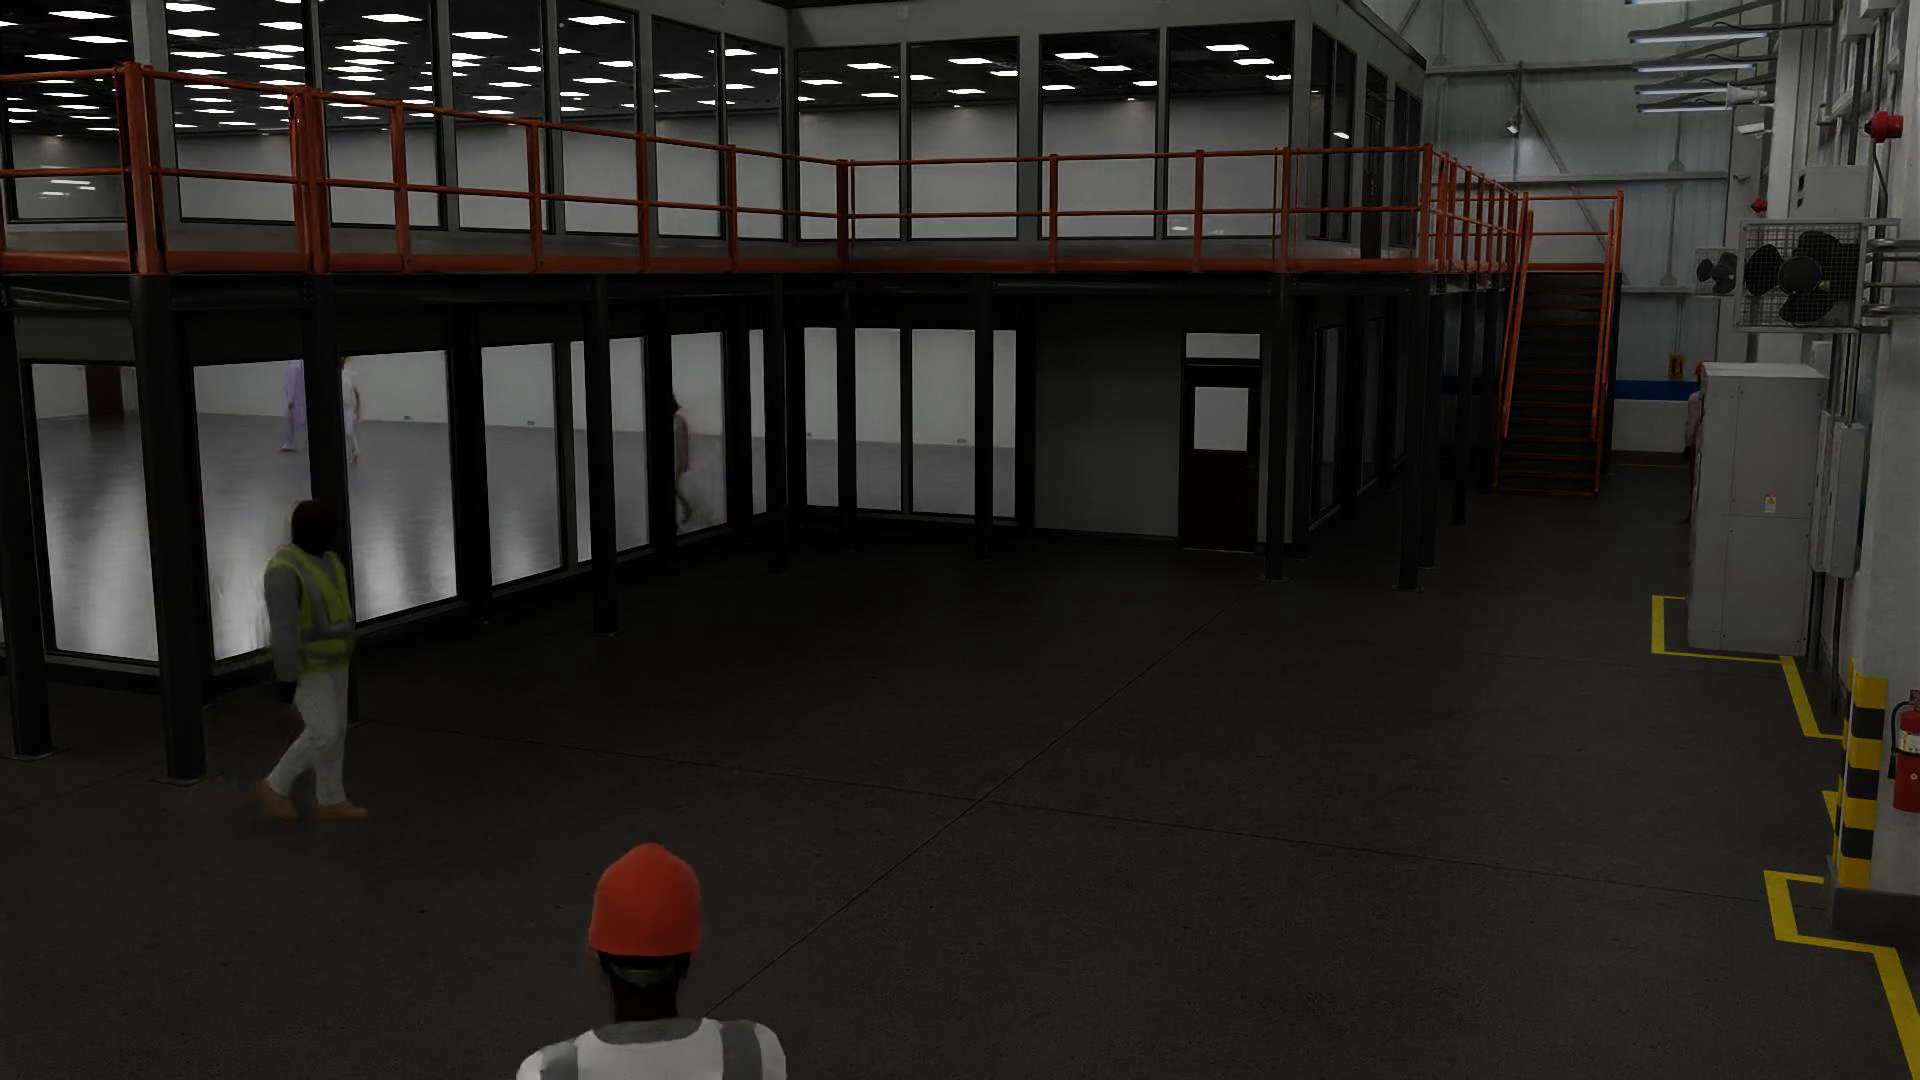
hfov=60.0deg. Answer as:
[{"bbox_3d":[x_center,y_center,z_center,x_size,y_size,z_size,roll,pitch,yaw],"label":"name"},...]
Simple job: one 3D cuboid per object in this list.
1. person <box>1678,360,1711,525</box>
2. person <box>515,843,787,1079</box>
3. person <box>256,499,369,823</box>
[{"bbox_3d":[8.935,-1.160,19.995,0.608,1.987,0.403,-5,10,-27],"label":"person"},{"bbox_3d":[-0.606,1.565,3.362,0.552,1.921,0.474,-2,9,-9],"label":"person"},{"bbox_3d":[-3.549,0.680,9.120,0.474,1.821,0.639,1,9,5],"label":"person"}]
